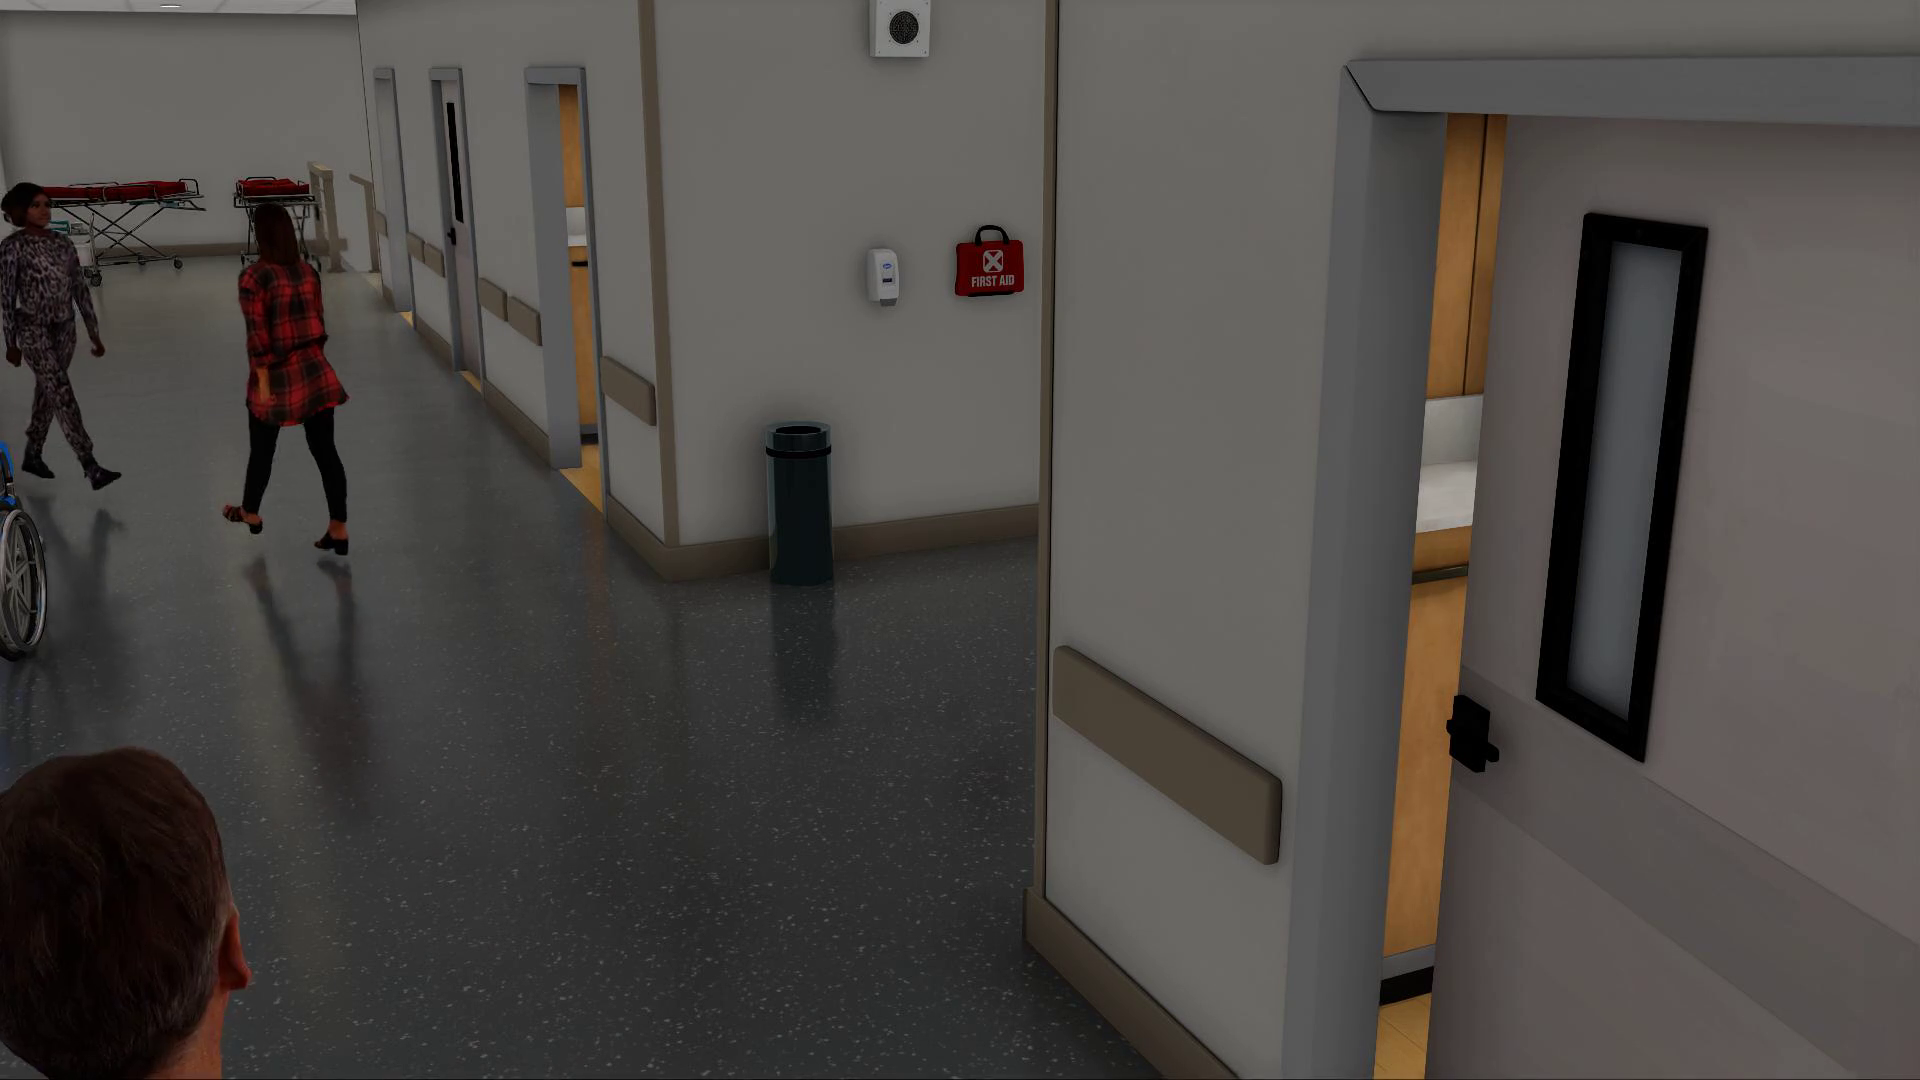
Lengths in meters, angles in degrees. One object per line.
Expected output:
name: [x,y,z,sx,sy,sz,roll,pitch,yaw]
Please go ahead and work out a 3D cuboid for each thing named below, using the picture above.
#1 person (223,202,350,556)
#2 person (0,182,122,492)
person: [-3.125,-0.729,7.931,1.128,1.667,0.959,10,18,31]
person: [-5.097,-1.090,9.225,1.213,1.660,1.026,9,18,29]
